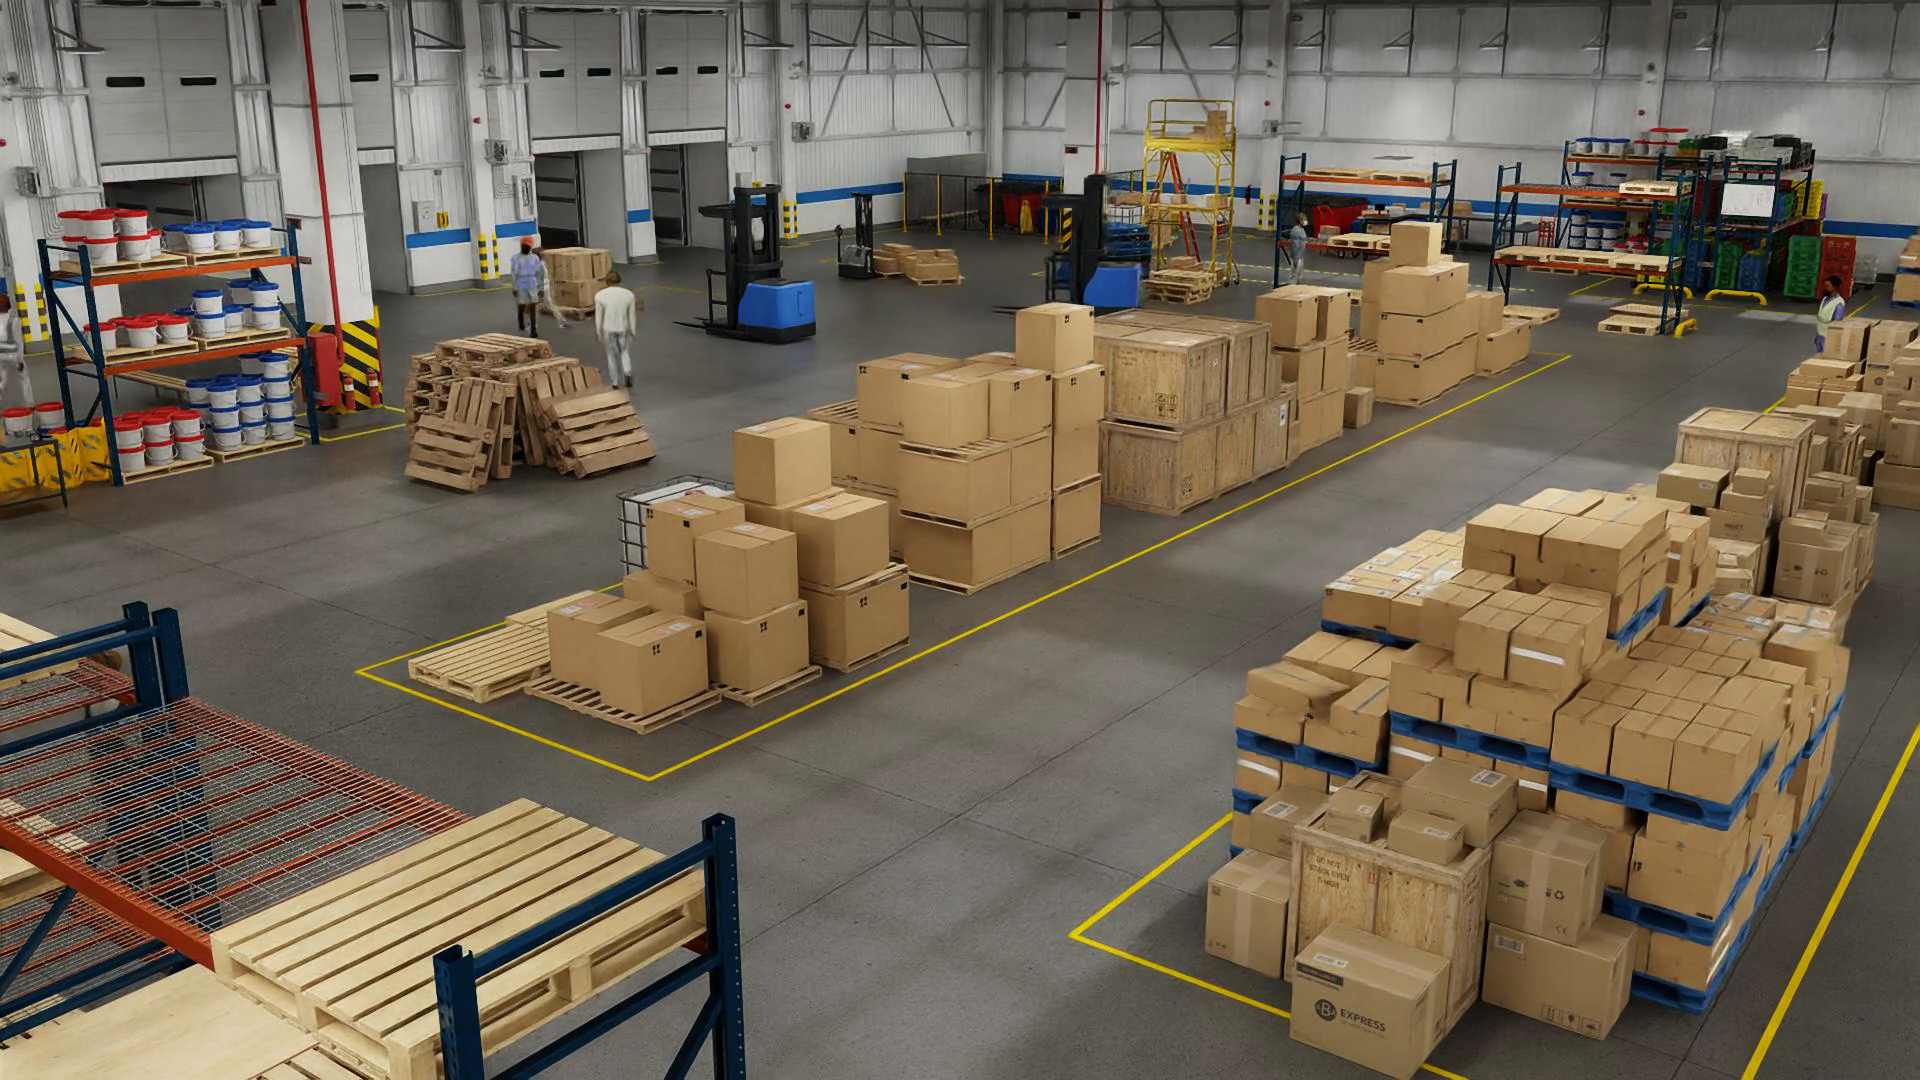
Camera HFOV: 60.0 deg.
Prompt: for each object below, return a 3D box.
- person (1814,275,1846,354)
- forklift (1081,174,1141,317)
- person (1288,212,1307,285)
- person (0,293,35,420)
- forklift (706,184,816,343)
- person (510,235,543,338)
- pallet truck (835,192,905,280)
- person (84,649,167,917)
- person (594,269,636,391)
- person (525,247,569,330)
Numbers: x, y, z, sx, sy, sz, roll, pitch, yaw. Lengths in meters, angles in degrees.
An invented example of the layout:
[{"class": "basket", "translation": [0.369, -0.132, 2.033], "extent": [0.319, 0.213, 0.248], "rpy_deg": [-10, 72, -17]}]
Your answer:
[{"class": "person", "translation": [13.477, -3.148, 25.836], "extent": [0.391, 1.920, 0.587], "rpy_deg": [1, 17, 4]}, {"class": "forklift", "translation": [2.651, -5.828, 33.073], "extent": [1.873, 2.768, 1.129], "rpy_deg": [3, 17, 10]}, {"class": "person", "translation": [7.082, -5.886, 34.868], "extent": [0.365, 1.939, 0.636], "rpy_deg": [6, 18, 19]}, {"class": "person", "translation": [-14.067, -2.711, 24.526], "extent": [0.576, 1.853, 0.943], "rpy_deg": [1, 17, 2]}, {"class": "forklift", "translation": [-3.717, -5.181, 30.929], "extent": [1.873, 2.768, 1.129], "rpy_deg": [12, 21, 35]}, {"class": "person", "translation": [-8.141, -4.775, 31.228], "extent": [0.559, 1.923, 0.613], "rpy_deg": [-11, 20, -33]}, {"class": "pallet truck", "translation": [-1.936, -7.159, 38.982], "extent": [1.885, 1.965, 0.823], "rpy_deg": [-12, 21, -34]}, {"class": "person", "translation": [-5.243, 1.538, 10.445], "extent": [0.505, 1.846, 0.347], "rpy_deg": [7, 18, 22]}, {"class": "person", "translation": [-5.485, -3.335, 26.457], "extent": [0.638, 1.924, 0.437], "rpy_deg": [-7, 18, -21]}, {"class": "person", "translation": [-7.973, -4.833, 31.983], "extent": [0.822, 1.601, 0.525], "rpy_deg": [-7, 18, -21]}]
